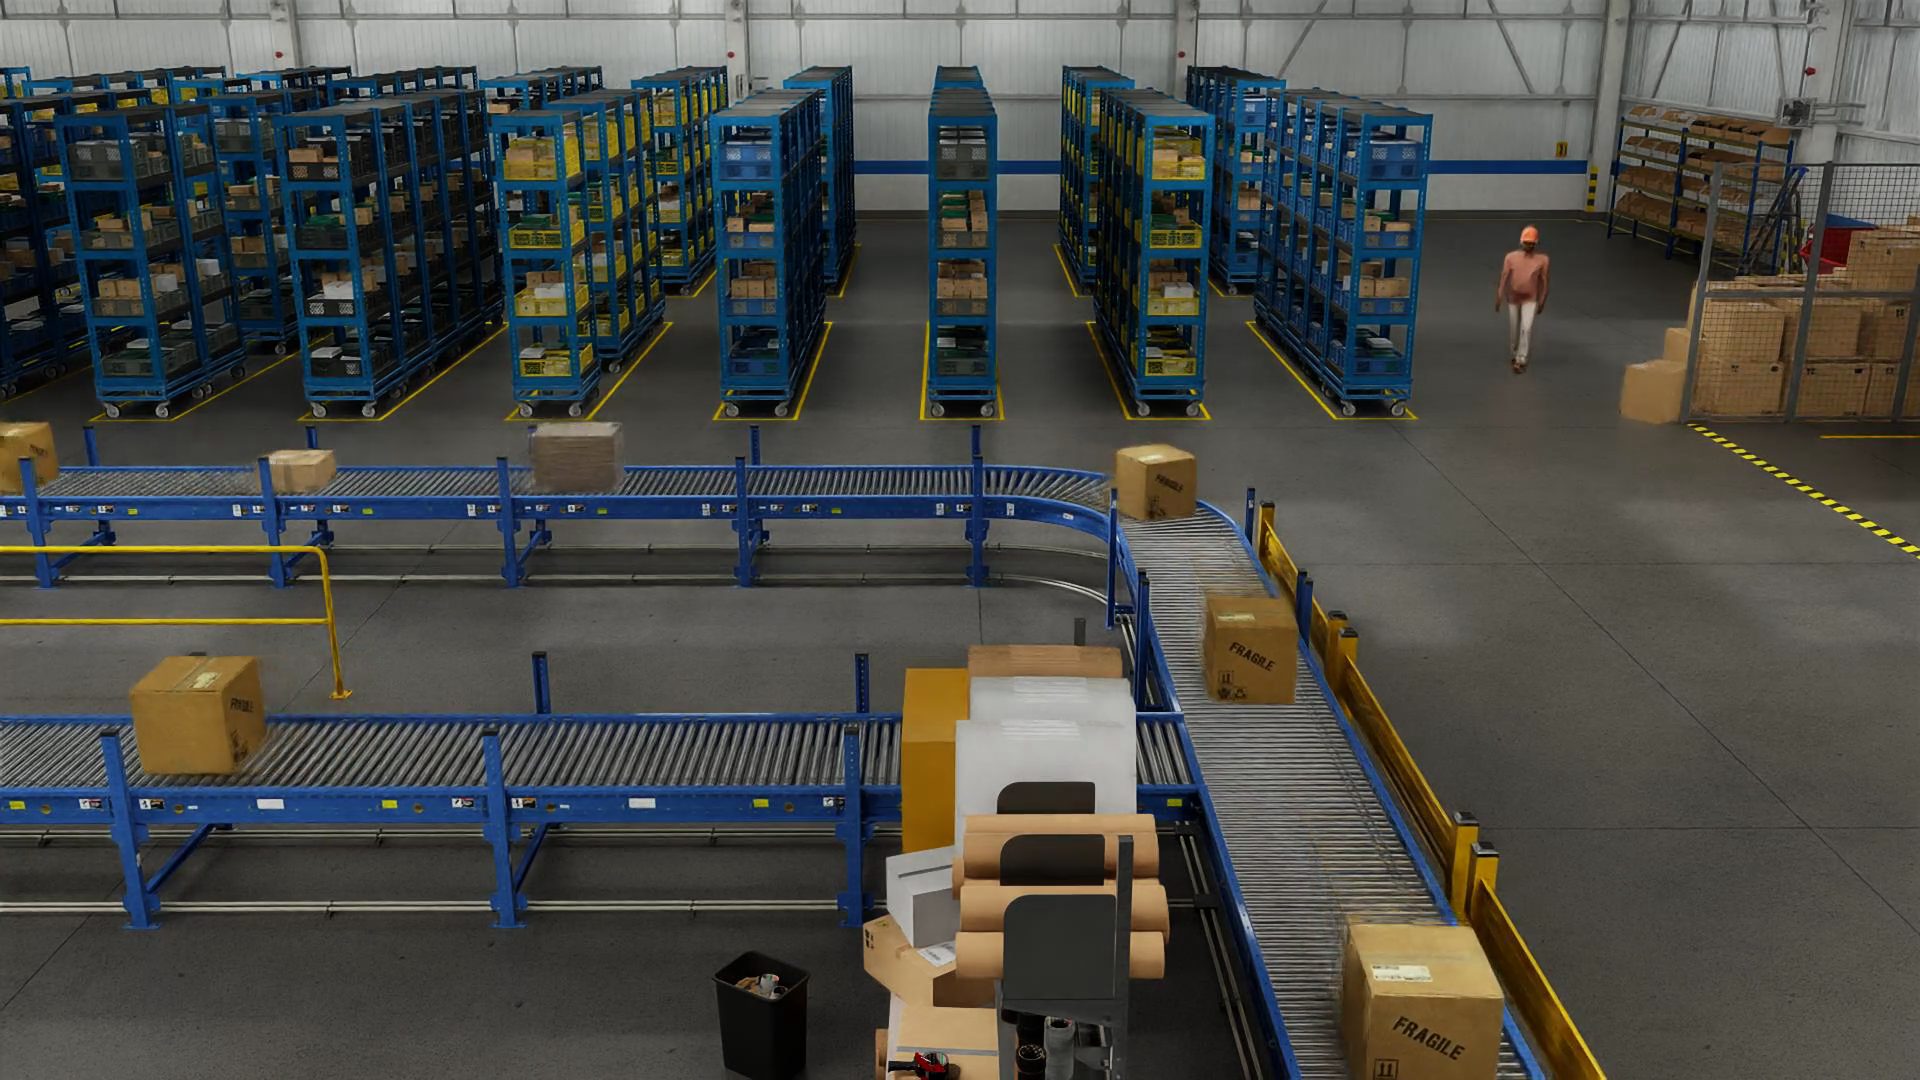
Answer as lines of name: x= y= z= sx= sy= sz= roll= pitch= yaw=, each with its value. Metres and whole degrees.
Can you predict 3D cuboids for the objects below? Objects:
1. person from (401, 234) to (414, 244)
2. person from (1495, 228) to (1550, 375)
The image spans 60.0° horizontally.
person: x=-8.873 y=-4.578 z=26.832 sx=0.824 sy=1.804 sz=0.600 roll=7 pitch=19 yaw=22
person: x=7.566 y=-3.230 z=22.445 sx=0.620 sy=1.936 sz=1.029 roll=10 pitch=21 yaw=28
